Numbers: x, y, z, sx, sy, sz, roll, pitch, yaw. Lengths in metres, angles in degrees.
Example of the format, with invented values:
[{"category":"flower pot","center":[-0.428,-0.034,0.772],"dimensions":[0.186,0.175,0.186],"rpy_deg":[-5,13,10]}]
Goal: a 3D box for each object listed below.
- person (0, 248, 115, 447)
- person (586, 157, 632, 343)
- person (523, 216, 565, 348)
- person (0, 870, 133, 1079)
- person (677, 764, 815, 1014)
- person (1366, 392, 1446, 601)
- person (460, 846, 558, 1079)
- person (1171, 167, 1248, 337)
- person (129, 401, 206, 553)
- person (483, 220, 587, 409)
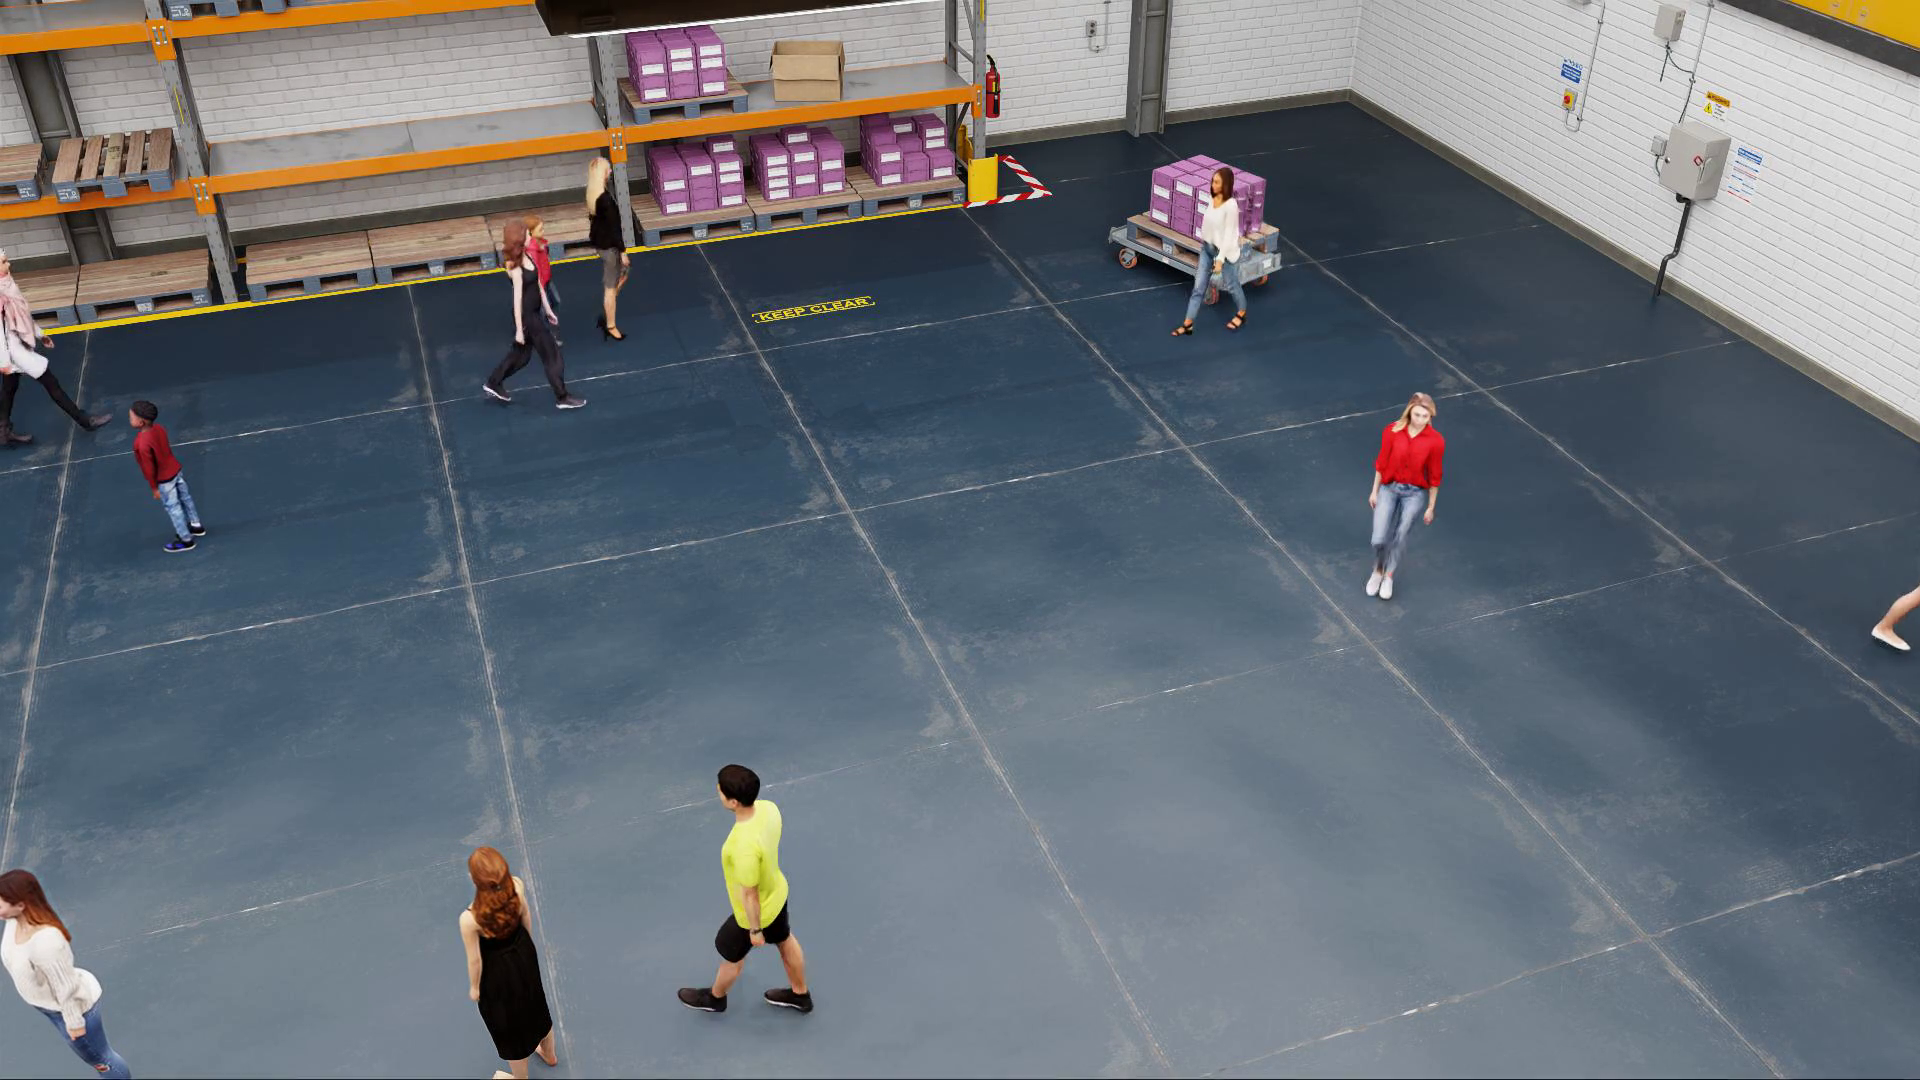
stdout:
[{"category":"person","center":[-7.946,-1.551,13.816],"dimensions":[1.167,1.748,0.692],"rpy_deg":[-15,36,-21]},{"category":"person","center":[-3.336,-2.634,15.371],"dimensions":[0.726,1.829,0.707],"rpy_deg":[-20,38,-27]},{"category":"person","center":[-3.966,-2.398,15.487],"dimensions":[0.663,1.310,0.618],"rpy_deg":[5,34,8]},{"category":"person","center":[-4.379,2.252,8.145],"dimensions":[0.692,1.692,0.703],"rpy_deg":[-29,43,-36]},{"category":"person","center":[-0.980,1.883,8.712],"dimensions":[1.081,1.679,0.957],"rpy_deg":[7,34,10]},{"category":"person","center":[3.217,-0.360,12.068],"dimensions":[0.703,1.699,0.786],"rpy_deg":[11,35,16]},{"category":"person","center":[-2.275,2.153,8.354],"dimensions":[0.737,1.625,0.667],"rpy_deg":[19,38,27]},{"category":"person","center":[2.519,-2.685,15.619],"dimensions":[1.094,1.641,0.727],"rpy_deg":[-16,37,-23]},{"category":"person","center":[-6.063,-0.509,12.698],"dimensions":[0.586,1.250,0.572],"rpy_deg":[1,34,2]},{"category":"person","center":[-3.847,-1.930,14.431],"dimensions":[1.200,1.698,0.800],"rpy_deg":[0,34,0]}]
